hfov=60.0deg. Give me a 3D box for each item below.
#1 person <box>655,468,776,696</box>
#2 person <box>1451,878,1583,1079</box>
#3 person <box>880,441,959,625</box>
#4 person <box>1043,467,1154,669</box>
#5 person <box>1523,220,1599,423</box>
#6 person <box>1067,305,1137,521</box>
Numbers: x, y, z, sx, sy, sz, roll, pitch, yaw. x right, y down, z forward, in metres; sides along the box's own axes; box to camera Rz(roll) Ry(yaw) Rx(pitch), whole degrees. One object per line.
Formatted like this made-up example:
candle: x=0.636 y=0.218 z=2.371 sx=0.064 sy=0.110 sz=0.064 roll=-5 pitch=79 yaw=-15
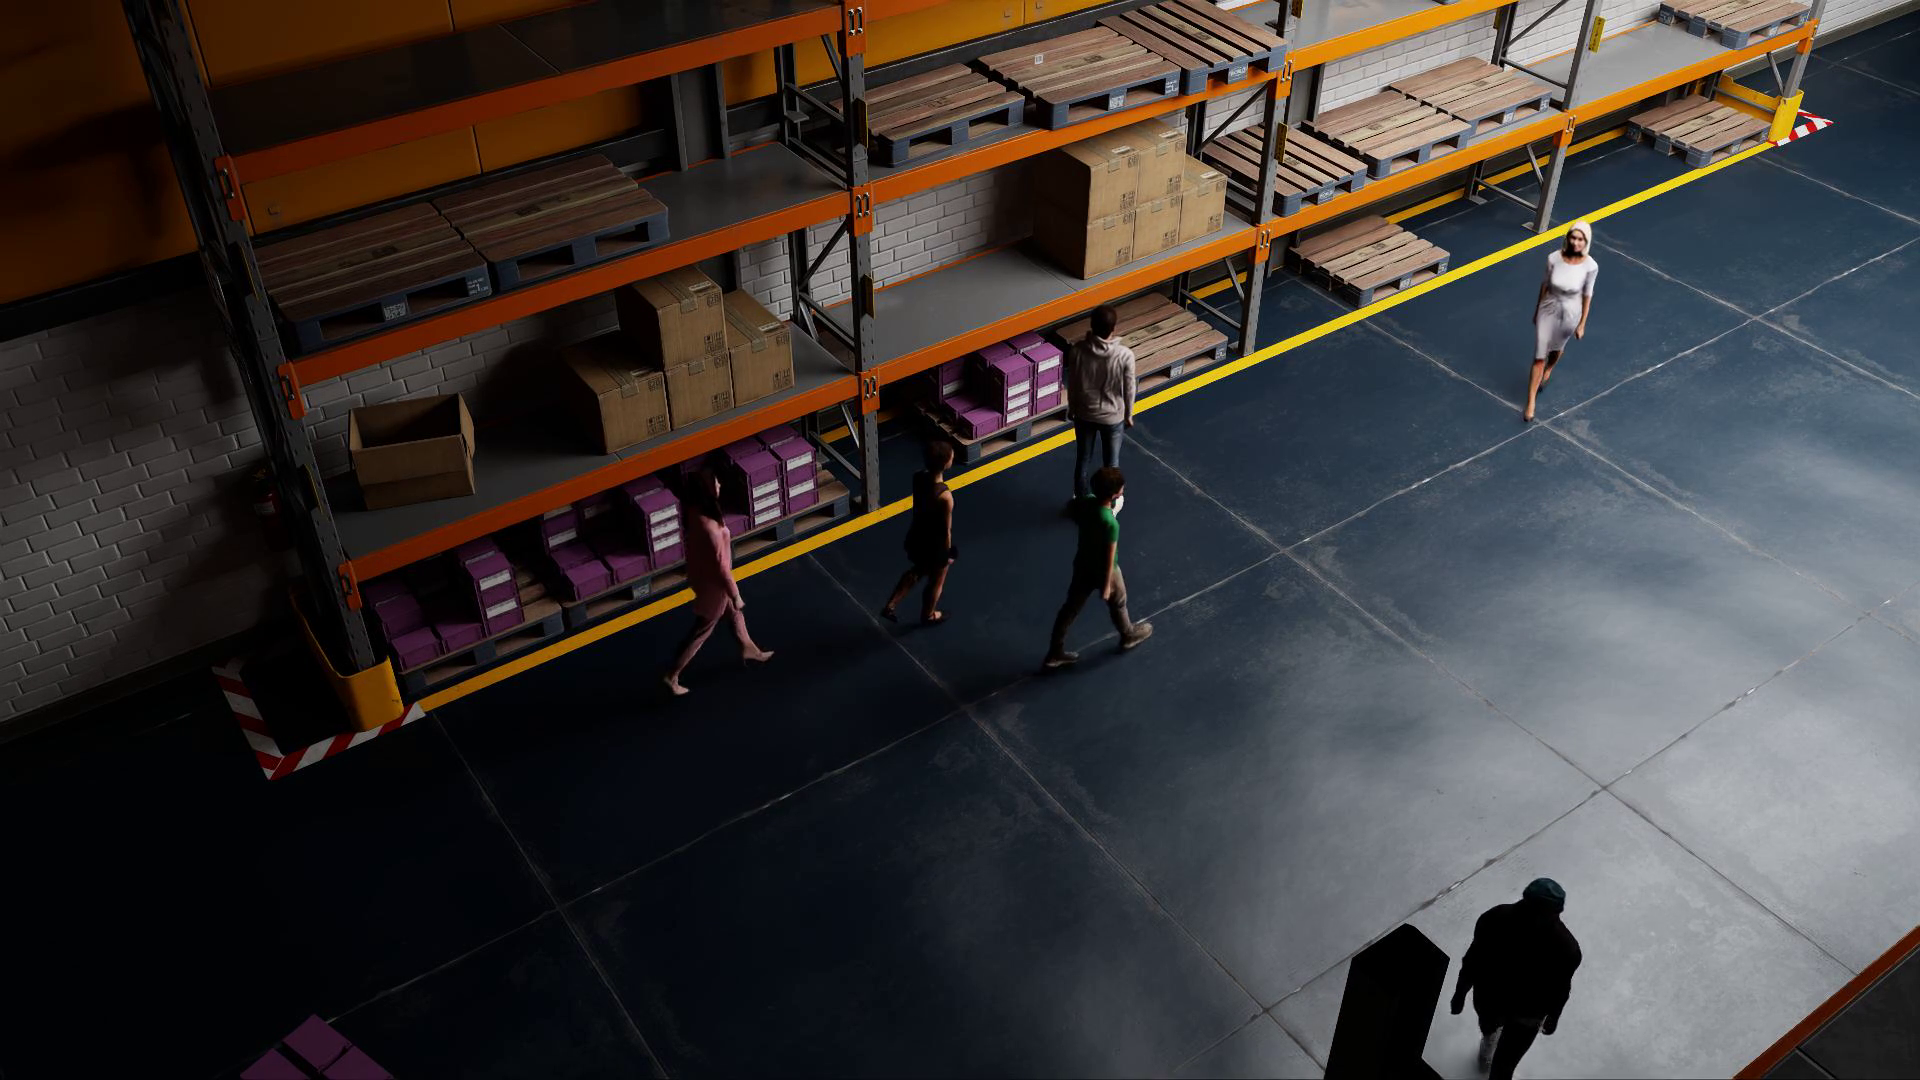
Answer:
person: x=-1.742 y=0.326 z=11.051 sx=1.138 sy=1.765 sz=0.707 roll=-18 pitch=42 yaw=-22
person: x=2.857 y=2.302 z=8.561 sx=0.979 sy=1.784 sz=1.304 roll=23 pitch=44 yaw=26
person: x=-0.263 y=0.034 z=11.500 sx=0.788 sy=1.660 sz=0.611 roll=-23 pitch=44 yaw=-26
person: x=0.850 y=0.227 z=11.300 sx=1.125 sy=1.610 sz=0.697 roll=-18 pitch=42 yaw=-21
person: x=5.007 y=-1.894 z=13.877 sx=0.968 sy=1.707 sz=1.136 roll=14 pitch=41 yaw=17
person: x=1.047 y=-0.947 z=12.575 sx=0.746 sy=1.852 sz=0.812 roll=6 pitch=39 yaw=7
